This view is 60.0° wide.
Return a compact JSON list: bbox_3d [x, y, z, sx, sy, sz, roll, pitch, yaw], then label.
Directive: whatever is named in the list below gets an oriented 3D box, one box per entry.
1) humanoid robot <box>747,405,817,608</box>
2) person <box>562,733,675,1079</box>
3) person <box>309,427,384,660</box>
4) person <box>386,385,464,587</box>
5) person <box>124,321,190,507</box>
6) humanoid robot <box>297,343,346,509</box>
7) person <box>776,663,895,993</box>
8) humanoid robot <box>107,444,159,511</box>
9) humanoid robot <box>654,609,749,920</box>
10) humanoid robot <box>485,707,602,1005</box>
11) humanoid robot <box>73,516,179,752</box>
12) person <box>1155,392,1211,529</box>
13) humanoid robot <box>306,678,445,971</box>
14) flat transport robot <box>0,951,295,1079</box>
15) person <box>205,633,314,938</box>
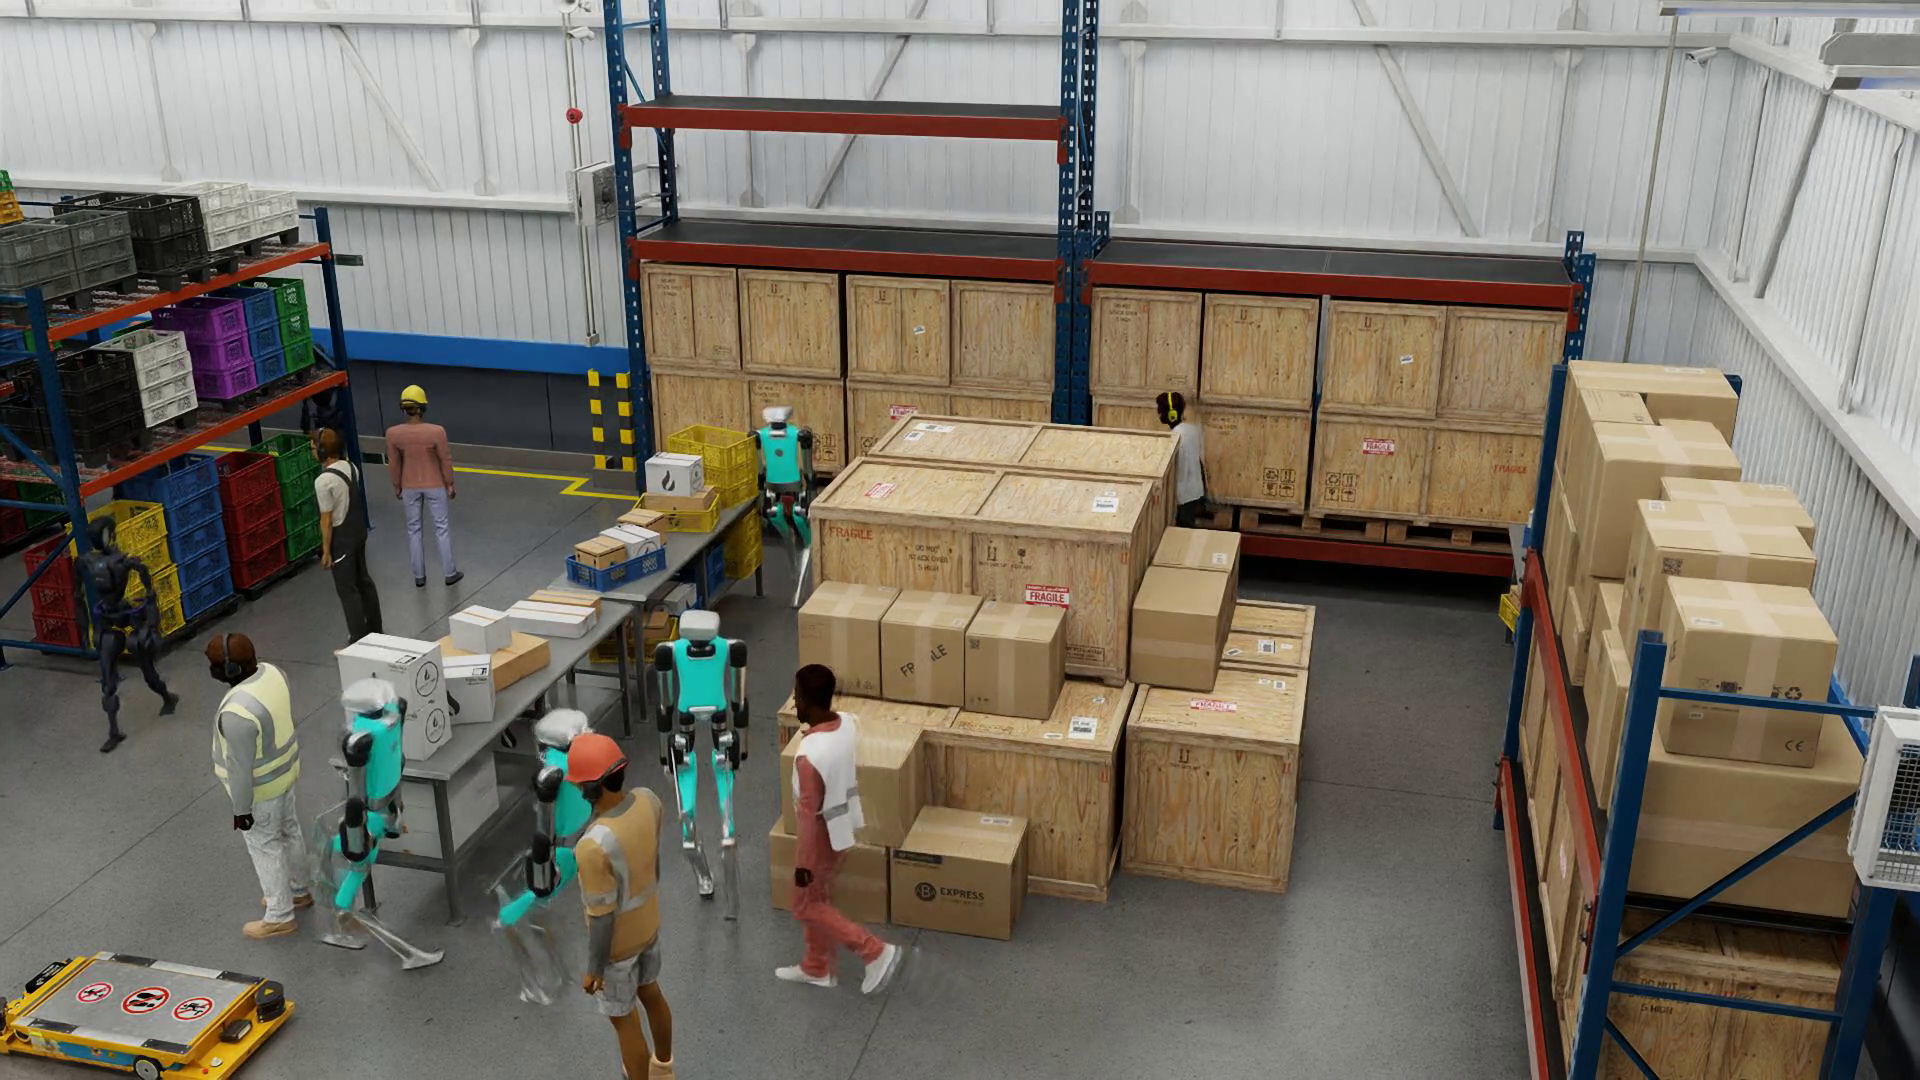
[{"bbox_3d":[-1.415,-0.338,13.935,0.556,1.815,0.888,1,21,4],"label":"humanoid robot"},{"bbox_3d":[-1.609,1.830,7.793,0.403,2.030,0.609,7,22,17],"label":"person"},{"bbox_3d":[-4.745,0.017,12.811,0.346,1.837,0.502,2,21,6],"label":"person"},{"bbox_3d":[-4.555,-0.452,14.141,0.522,1.760,0.323,-2,21,-4],"label":"person"},{"bbox_3d":[-7.303,-1.000,15.180,0.605,2.045,0.387,6,22,16],"label":"person"},{"bbox_3d":[-6.085,-1.091,15.931,0.457,1.643,0.599,8,22,20],"label":"humanoid robot"},{"bbox_3d":[-0.688,1.542,8.729,0.589,1.894,0.603,4,21,11],"label":"person"},{"bbox_3d":[-7.082,-0.507,14.445,0.592,1.636,0.654,12,24,29],"label":"humanoid robot"},{"bbox_3d":[-1.449,1.379,9.530,0.544,1.903,0.749,-4,21,-10],"label":"humanoid robot"},{"bbox_3d":[-2.203,1.673,8.636,0.745,1.796,0.540,6,22,15],"label":"humanoid robot"},{"bbox_3d":[-5.817,0.603,11.584,0.601,1.643,0.778,0,21,0],"label":"humanoid robot"},{"bbox_3d":[1.836,-0.350,13.793,0.996,1.807,0.555,11,23,26],"label":"person"},{"bbox_3d":[-3.285,1.550,8.954,0.955,1.759,0.548,3,21,8],"label":"humanoid robot"},{"bbox_3d":[-4.270,2.464,8.601,1.431,0.231,0.659,5,22,13],"label":"flat transport robot"},{"bbox_3d":[-3.920,1.361,9.302,0.429,1.834,0.632,0,21,-1],"label":"person"}]
